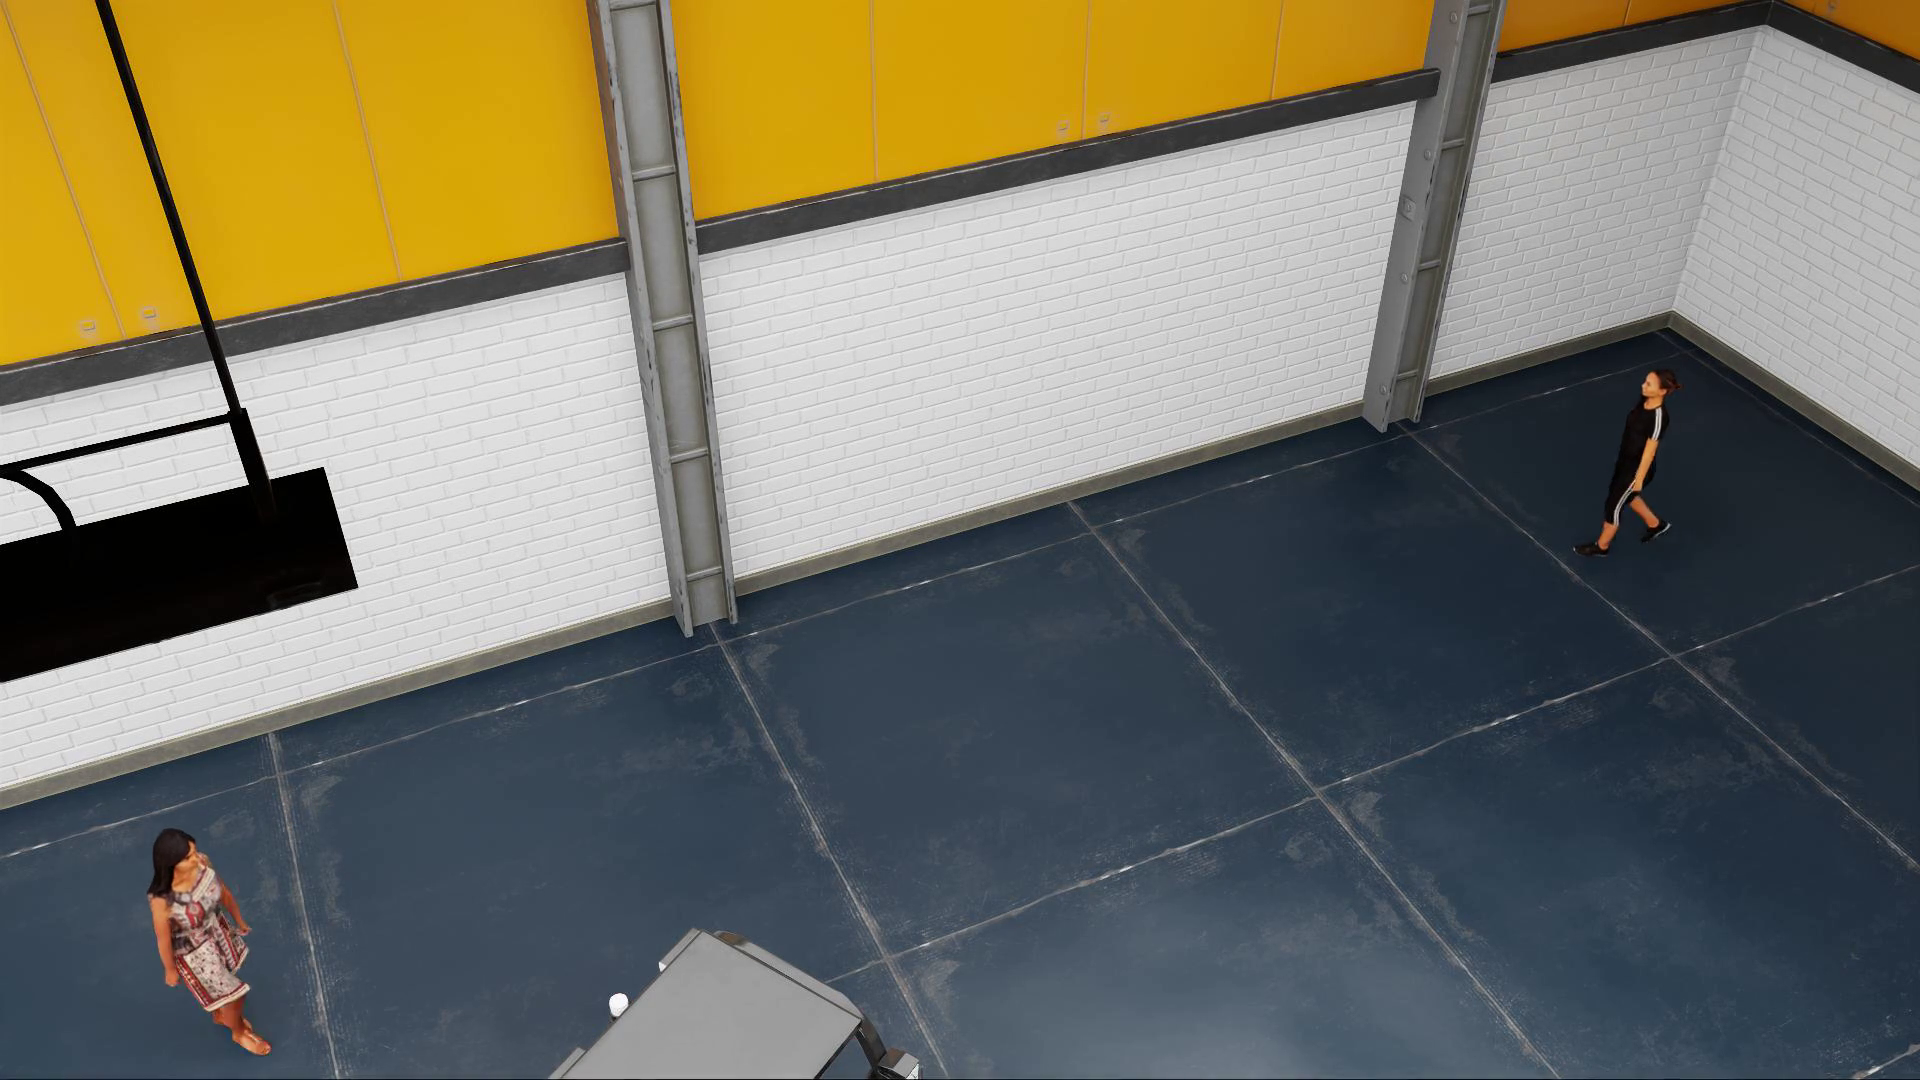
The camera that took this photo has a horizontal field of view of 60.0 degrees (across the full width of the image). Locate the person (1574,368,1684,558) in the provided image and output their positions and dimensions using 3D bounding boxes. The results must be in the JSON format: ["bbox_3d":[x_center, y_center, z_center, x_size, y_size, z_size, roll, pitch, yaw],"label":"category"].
[{"bbox_3d":[4.959,-0.543,12.019,0.981,1.651,0.865,6,39,7],"label":"person"}]

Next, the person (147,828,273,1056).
[{"bbox_3d":[-4.065,2.088,8.746,0.878,1.625,0.816,10,40,12],"label":"person"}]
